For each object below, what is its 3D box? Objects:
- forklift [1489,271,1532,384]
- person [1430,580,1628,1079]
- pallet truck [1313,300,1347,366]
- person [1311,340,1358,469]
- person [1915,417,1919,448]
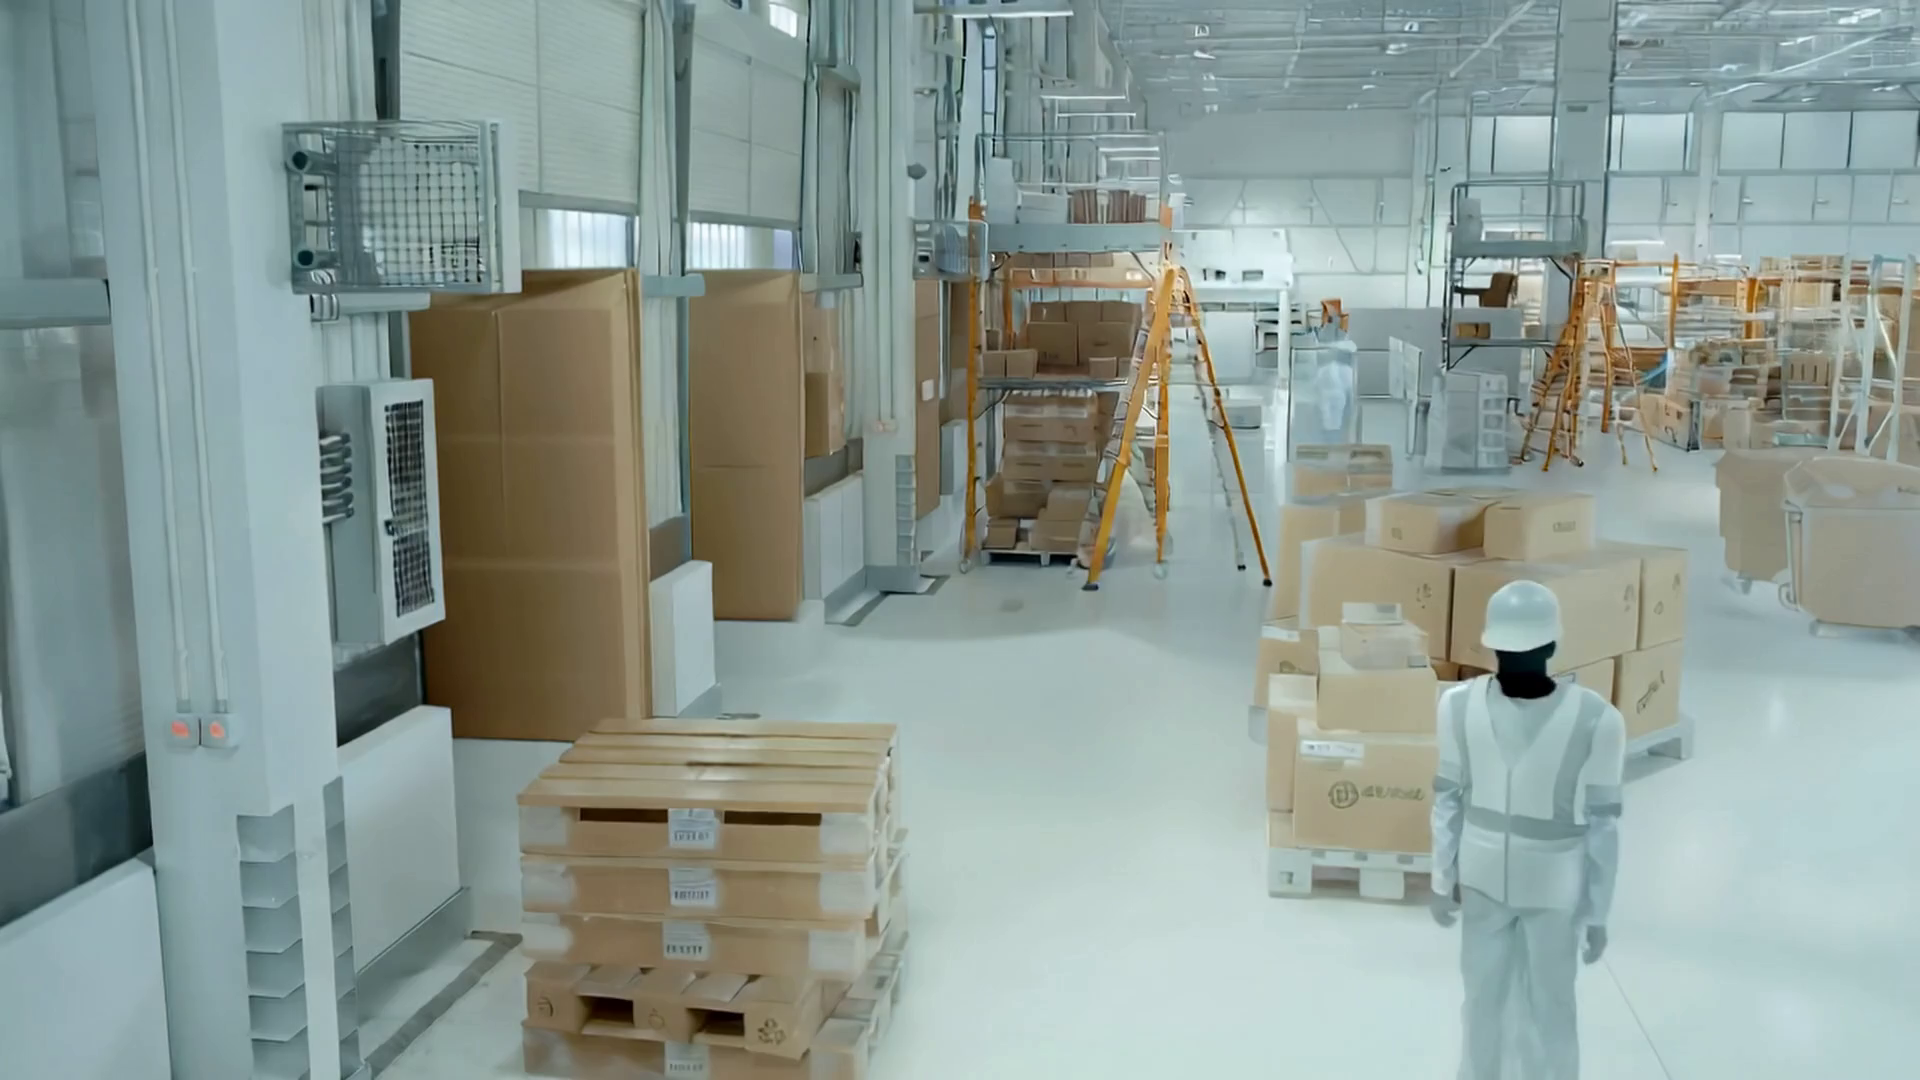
[{"bbox_3d":[13.423,-5.322,41.592,1.873,2.768,1.129,1,9,9],"label":"forklift"},{"bbox_3d":[1.735,1.065,5.165,0.588,1.918,0.397,7,12,37],"label":"person"},{"bbox_3d":[11.159,-6.200,49.718,0.823,1.965,1.885,4,10,26],"label":"pallet truck"},{"bbox_3d":[5.230,-1.845,23.198,0.578,1.887,0.574,-7,12,-38],"label":"person"},{"bbox_3d":[15.597,-2.330,26.667,0.321,1.737,0.486,8,12,40],"label":"person"}]
